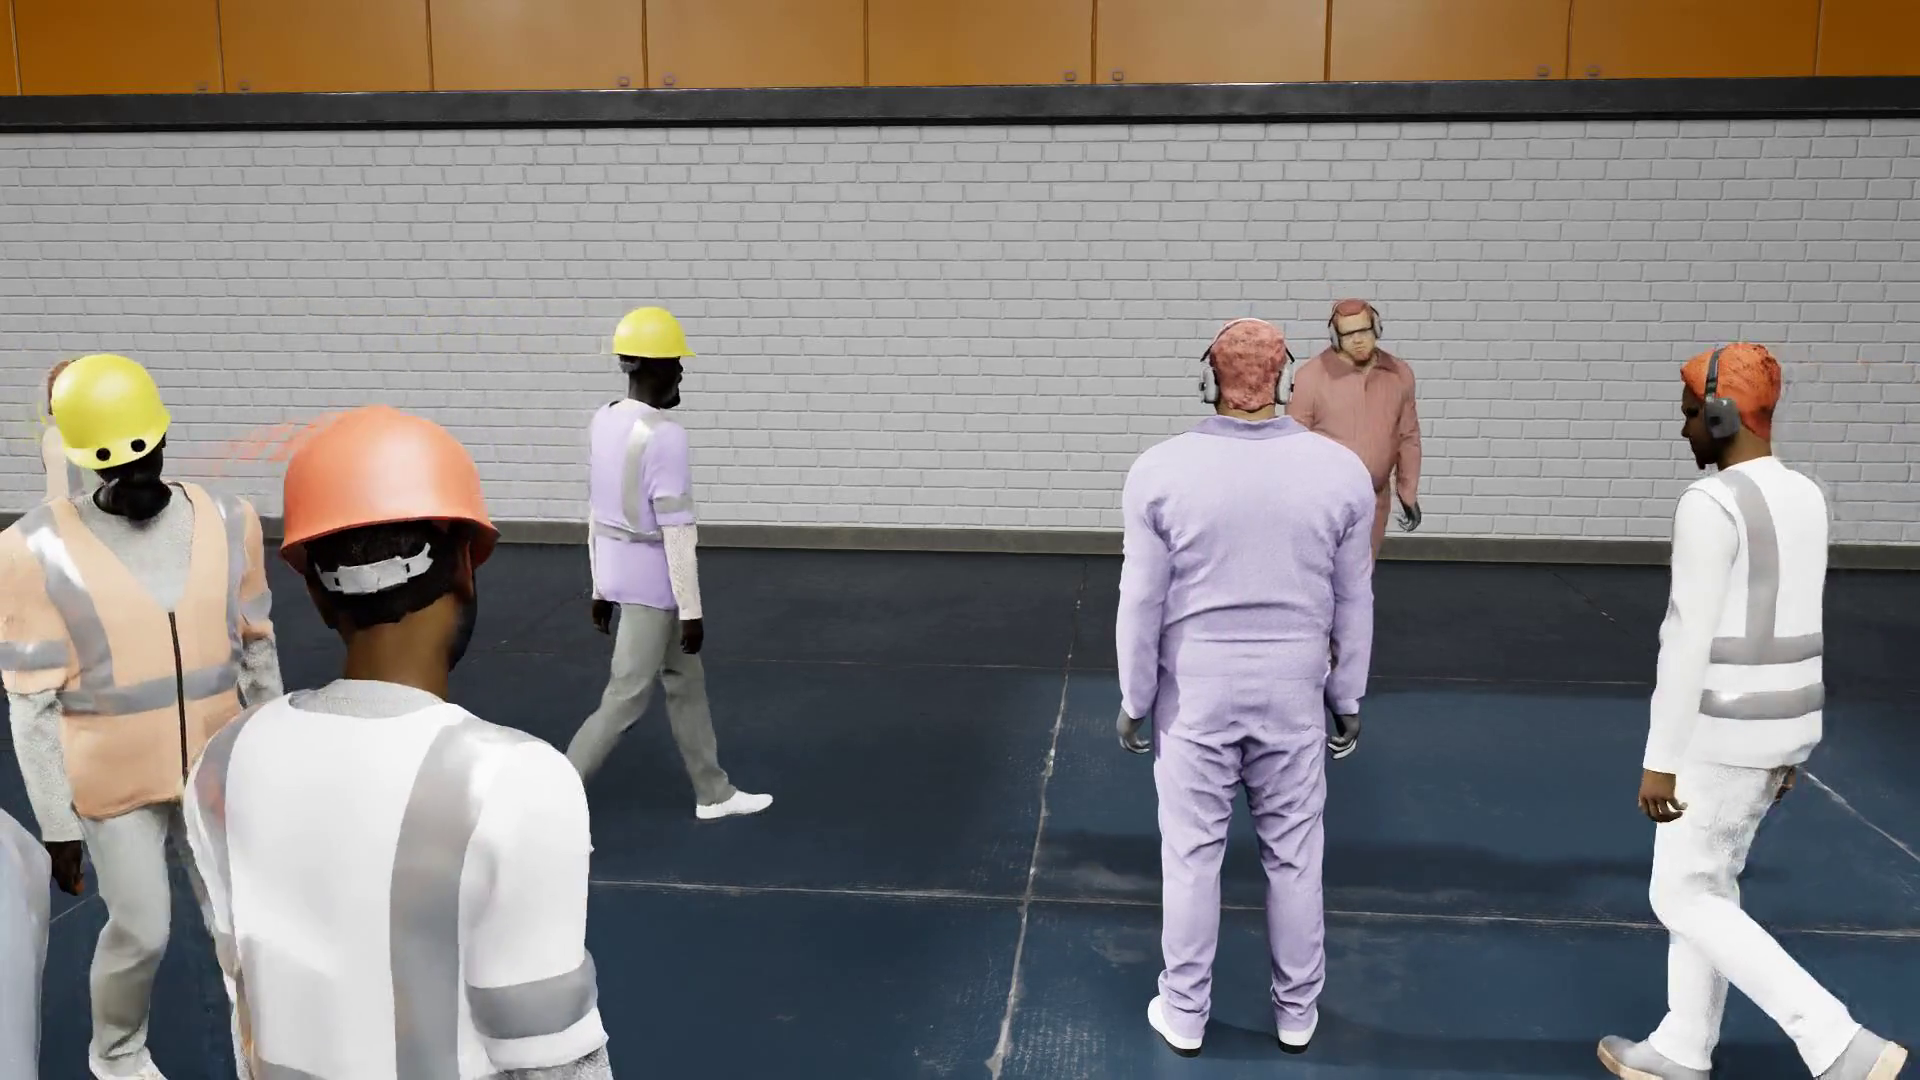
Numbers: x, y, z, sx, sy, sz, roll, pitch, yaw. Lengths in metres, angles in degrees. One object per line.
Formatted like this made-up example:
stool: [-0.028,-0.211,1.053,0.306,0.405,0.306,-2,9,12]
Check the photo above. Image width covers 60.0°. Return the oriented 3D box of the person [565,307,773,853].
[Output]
person: [-1.120,0.141,5.754,0.971,1.889,0.595,-6,12,-32]

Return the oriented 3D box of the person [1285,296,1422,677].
person: [1.801,-0.229,7.944,0.659,1.873,0.813,-3,10,-18]

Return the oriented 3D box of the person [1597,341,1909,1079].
person: [1.880,0.483,3.854,0.635,1.863,0.676,-8,13,-38]

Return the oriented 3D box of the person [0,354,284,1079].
person: [-1.788,0.503,3.745,0.921,1.871,0.644,8,13,40]

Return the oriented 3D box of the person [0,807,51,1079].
person: [-1.122,0.882,1.655,0.404,1.833,0.589,-1,10,-5]

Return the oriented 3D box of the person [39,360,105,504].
person: [-3.523,0.090,6.749,0.516,1.638,0.312,8,13,39]

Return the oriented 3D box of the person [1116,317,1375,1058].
person: [0.721,0.387,4.288,0.652,1.904,0.405,0,10,-1]

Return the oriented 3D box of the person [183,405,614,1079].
person: [-0.642,0.803,1.913,0.558,1.901,0.535,5,11,27]
